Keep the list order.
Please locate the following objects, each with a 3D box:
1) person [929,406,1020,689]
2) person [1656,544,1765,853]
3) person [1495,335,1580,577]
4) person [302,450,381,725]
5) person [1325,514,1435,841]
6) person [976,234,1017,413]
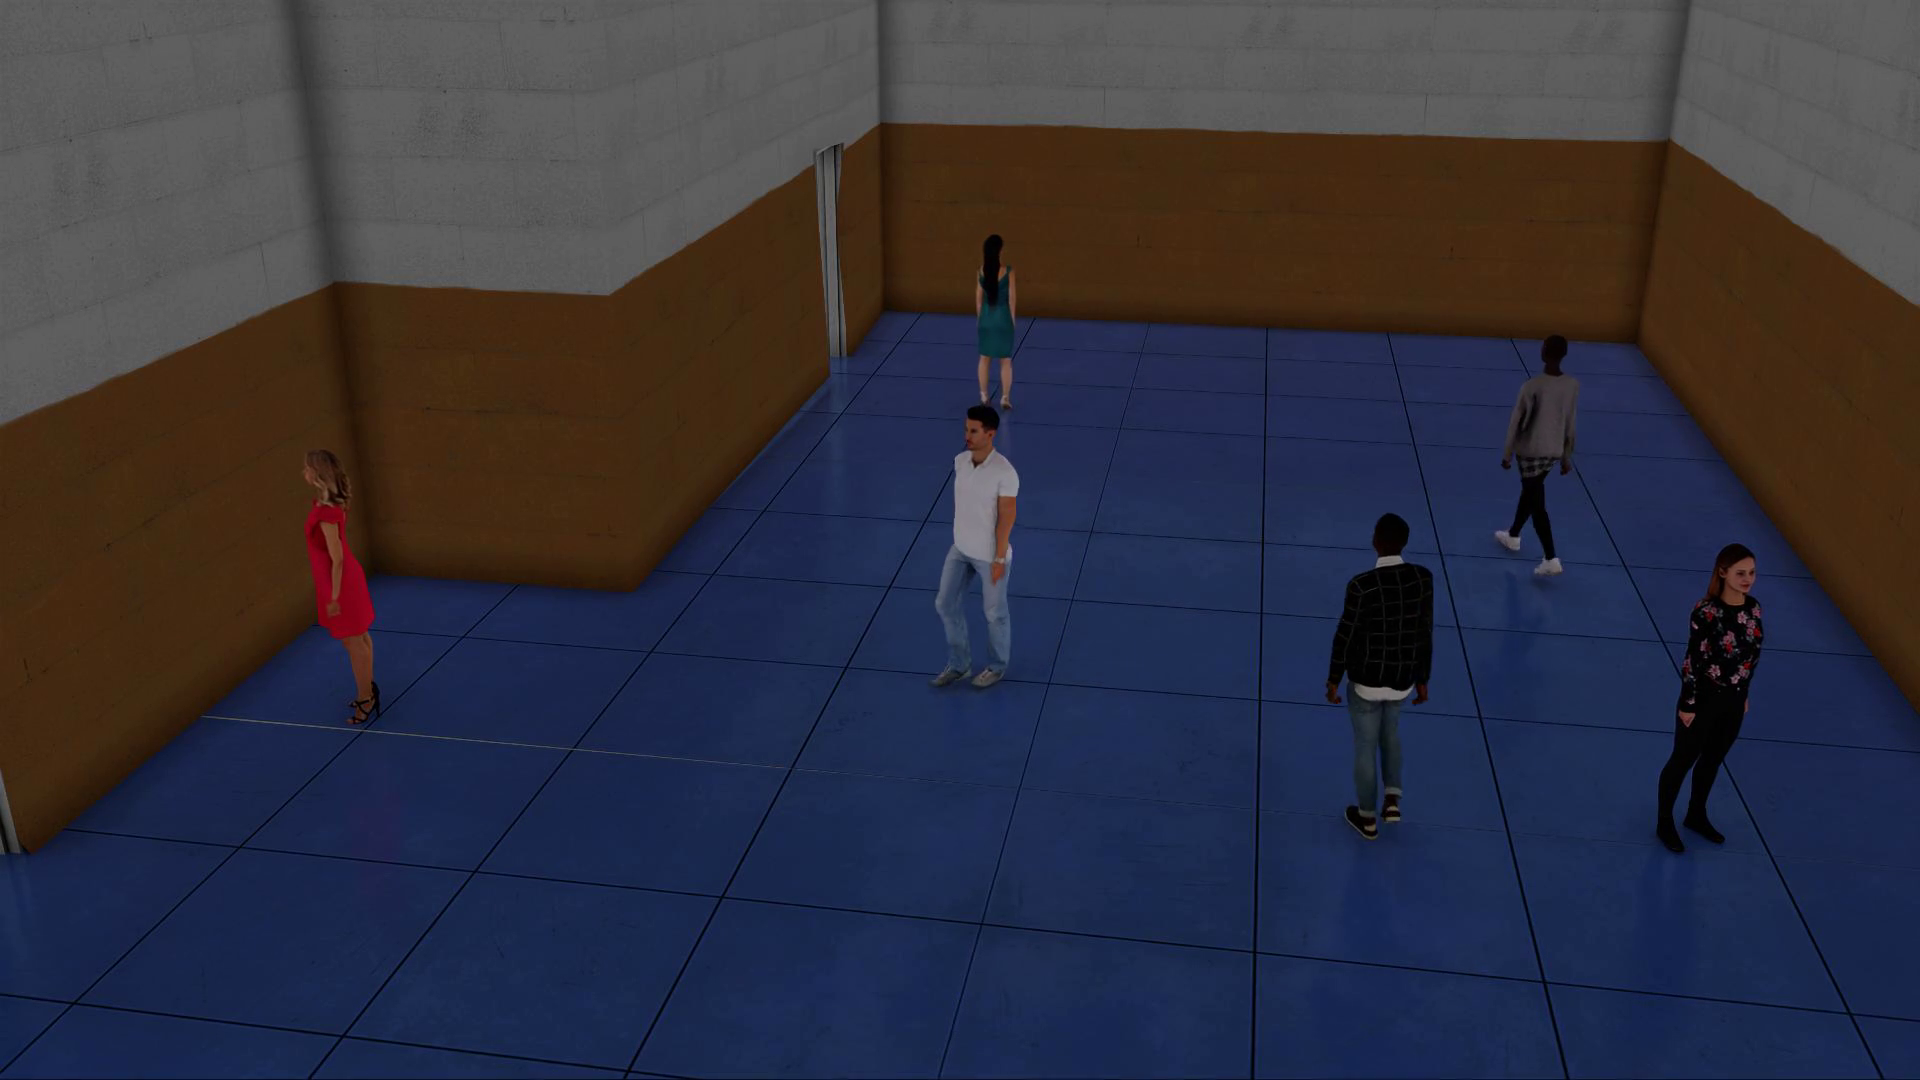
[{"bbox_3d":[0.189,0.040,10.326,0.862,1.848,0.924,20,30,41],"label":"person"},{"bbox_3d":[3.906,0.809,8.635,0.599,1.683,0.715,-8,23,-18],"label":"person"},{"bbox_3d":[4.233,-0.577,12.010,1.207,1.738,1.021,-5,22,-13],"label":"person"},{"bbox_3d":[-3.678,0.265,9.927,0.654,1.728,0.648,-4,22,-11],"label":"person"},{"bbox_3d":[2.218,0.758,8.587,0.771,1.812,0.871,-4,22,-11],"label":"person"},{"bbox_3d":[0.324,-2.054,15.762,0.451,1.681,0.614,7,23,17],"label":"person"}]
